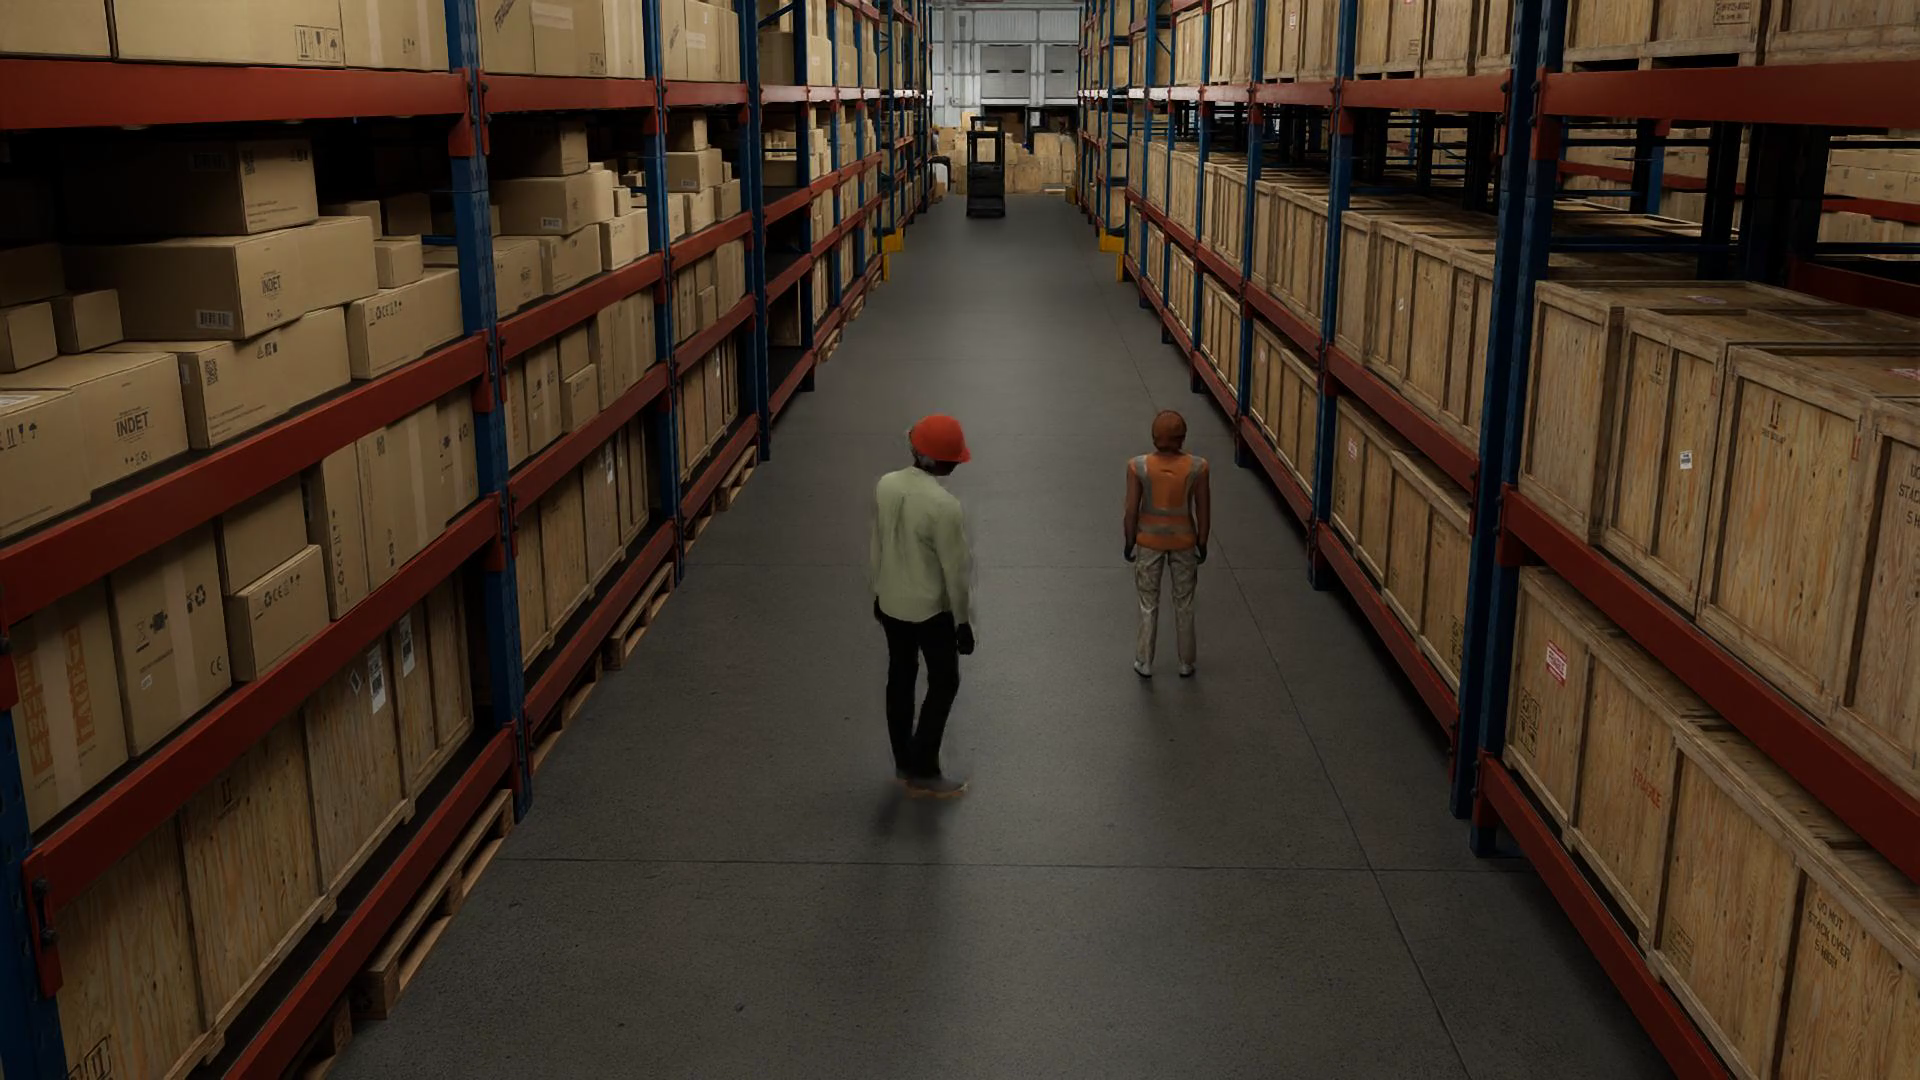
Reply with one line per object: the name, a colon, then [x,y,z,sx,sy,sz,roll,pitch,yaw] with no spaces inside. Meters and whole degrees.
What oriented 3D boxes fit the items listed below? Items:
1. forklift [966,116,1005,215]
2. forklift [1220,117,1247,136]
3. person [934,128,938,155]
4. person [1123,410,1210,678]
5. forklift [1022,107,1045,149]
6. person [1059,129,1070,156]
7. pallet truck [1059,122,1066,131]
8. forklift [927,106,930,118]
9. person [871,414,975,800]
forklift: [0.764,-10.906,48.368,1.129,2.768,1.873,0,15,2]
forklift: [7.733,-10.457,46.700,1.129,2.768,1.873,0,15,1]
person: [-1.132,-18.961,80.222,0.924,1.903,0.551,8,17,26]
person: [1.242,0.033,10.027,0.522,1.636,0.311,0,15,2]
forklift: [3.646,-19.579,80.638,1.129,2.768,1.873,-8,17,-26]
person: [4.685,-17.639,75.300,0.628,1.895,1.010,-5,16,-18]
pallet truck: [5.788,-21.111,88.014,1.885,1.965,0.823,5,16,18]
forklift: [-1.960,-21.057,86.140,1.129,2.768,1.873,0,15,2]
person: [-0.209,0.338,8.310,0.684,1.955,0.423,14,20,42]
